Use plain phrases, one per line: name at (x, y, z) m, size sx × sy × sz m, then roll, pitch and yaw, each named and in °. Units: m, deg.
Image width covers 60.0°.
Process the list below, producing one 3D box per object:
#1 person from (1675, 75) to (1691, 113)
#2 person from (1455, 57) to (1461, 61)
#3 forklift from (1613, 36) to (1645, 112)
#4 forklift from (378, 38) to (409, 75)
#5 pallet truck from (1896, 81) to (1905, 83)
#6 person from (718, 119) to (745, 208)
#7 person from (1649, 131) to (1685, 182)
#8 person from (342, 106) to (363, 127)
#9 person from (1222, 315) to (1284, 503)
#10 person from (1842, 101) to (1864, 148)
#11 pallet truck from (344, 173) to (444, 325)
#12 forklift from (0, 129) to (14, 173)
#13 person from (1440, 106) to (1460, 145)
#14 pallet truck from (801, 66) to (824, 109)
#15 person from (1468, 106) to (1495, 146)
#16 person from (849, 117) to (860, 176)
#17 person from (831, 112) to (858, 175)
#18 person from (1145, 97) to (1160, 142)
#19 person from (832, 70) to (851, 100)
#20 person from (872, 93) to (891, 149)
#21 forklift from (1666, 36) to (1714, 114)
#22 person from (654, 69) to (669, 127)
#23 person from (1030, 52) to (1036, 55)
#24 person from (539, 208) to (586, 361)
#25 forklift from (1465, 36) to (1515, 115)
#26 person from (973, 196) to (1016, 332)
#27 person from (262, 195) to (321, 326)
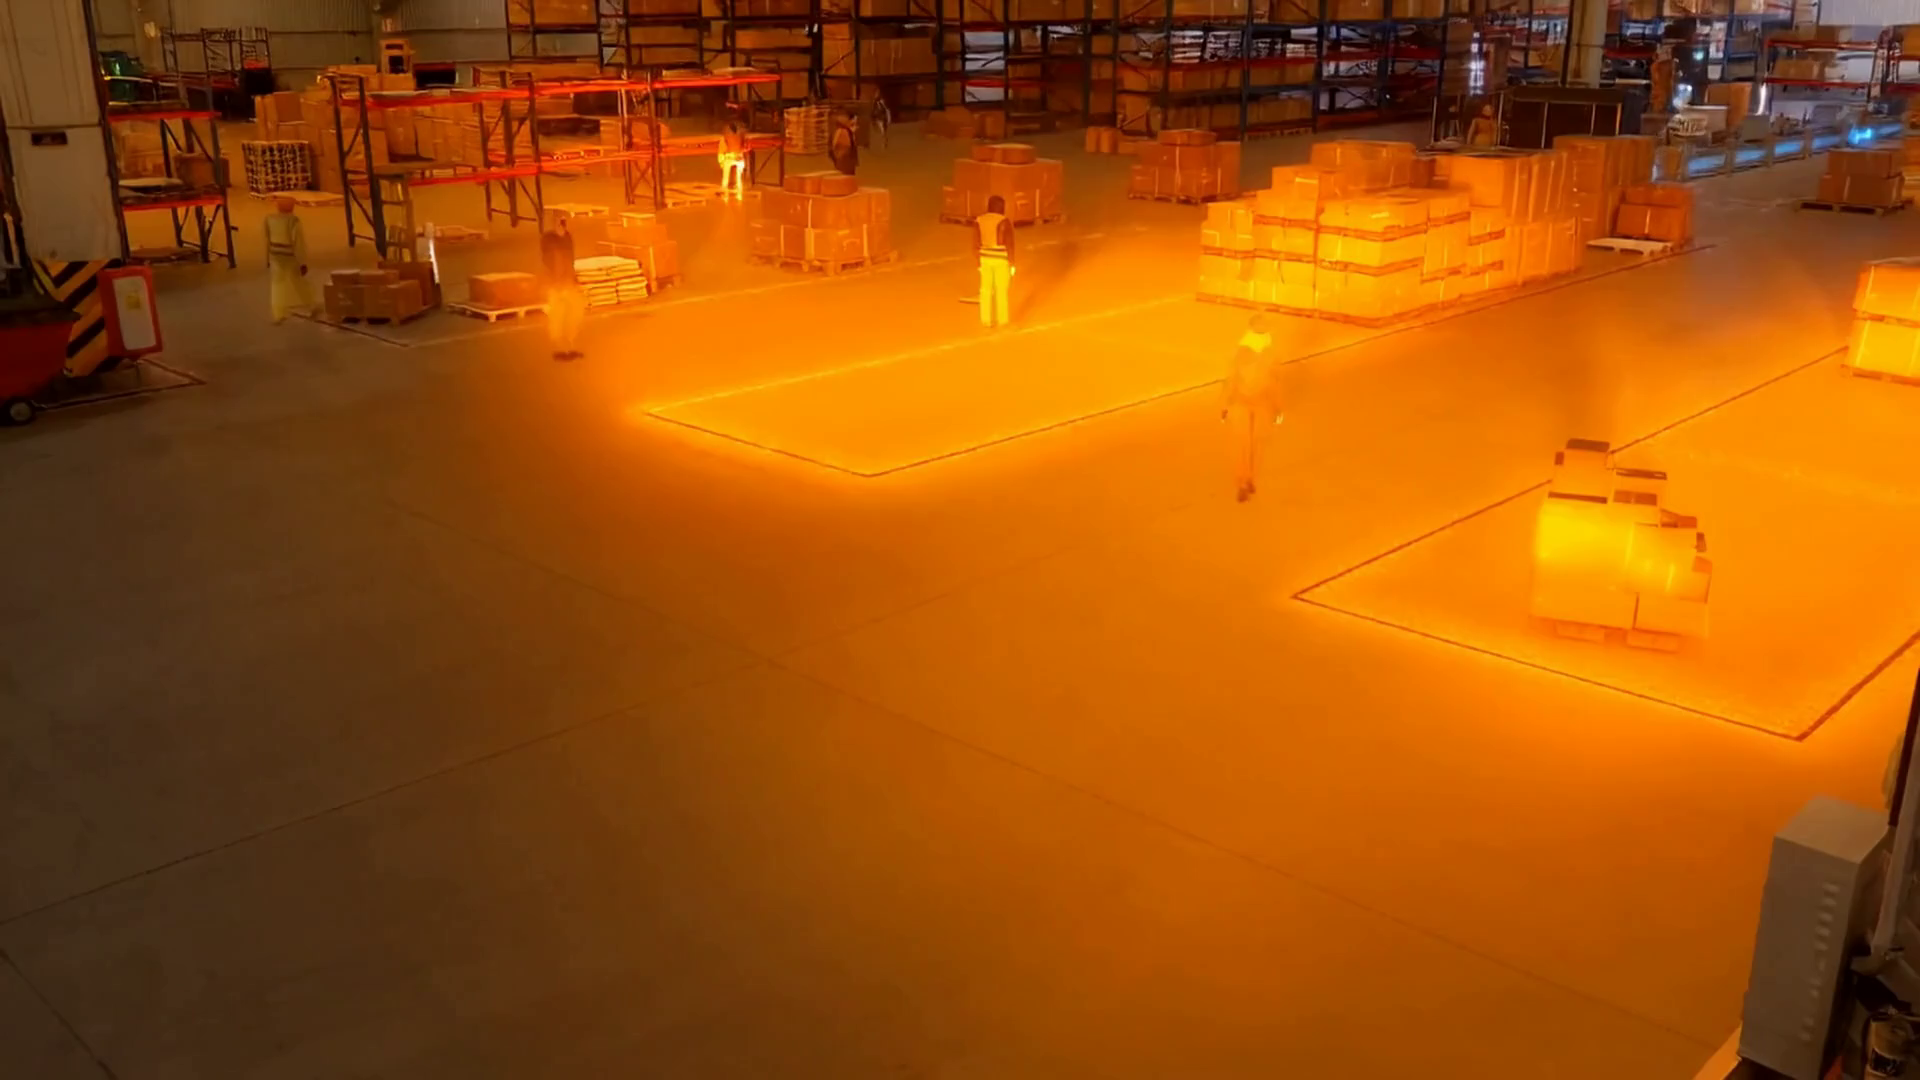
person at (24.718, -15.032, 56.919) m, size 0.532 × 1.697 × 0.320 m, roll -1°, pitch 18°, yaw -2°
person at (20.828, -19.282, 69.575) m, size 0.888 × 1.793 × 0.606 m, roll -16°, pitch 24°, yaw -40°
forklift at (25.034, -17.516, 62.554) m, size 1.129 × 2.768 × 1.873 m, roll 17°, pitch 25°, yaw 41°
forklift at (-20.304, -16.625, 59.872) m, size 1.129 × 2.768 × 1.873 m, roll -4°, pitch 19°, yaw -12°
pallet truck at (34.802, -16.331, 61.455) m, size 0.653 × 1.274 × 1.630 m, roll 17°, pitch 25°, yaw 41°
person at (-4.883, -8.060, 35.644) m, size 0.574 × 1.876 × 0.356 m, roll -5°, pitch 19°, yaw -16°
person at (13.758, -7.016, 32.487) m, size 0.682 × 1.900 × 0.368 m, roll -1°, pitch 18°, yaw -3°
person at (-16.179, -10.974, 44.384) m, size 0.702 × 1.908 × 0.358 m, roll 8°, pitch 20°, yaw 22°
person at (2.695, -1.193, 15.201) m, size 0.525 × 1.708 × 0.826 m, roll -1°, pitch 18°, yaw -4°
person at (24.581, -11.299, 45.842) m, size 0.840 × 1.576 × 0.559 m, roll -9°, pitch 21°, yaw -26°
pallet truck at (-8.209, -4.181, 23.757) m, size 0.823 × 1.965 × 1.885 m, roll 3°, pitch 19°, yaw 9°
forklift at (-24.026, -10.894, 42.605) m, size 1.129 × 2.768 × 1.873 m, roll 17°, pitch 25°, yaw 41°
person at (11.432, -9.153, 38.856) m, size 0.384 × 1.929 × 0.539 m, roll -9°, pitch 21°, yaw -26°
pallet truck at (-4.812, -15.182, 56.903) m, size 0.823 × 1.965 × 1.885 m, roll -9°, pitch 21°, yaw -26°
person at (12.773, -9.649, 40.559) m, size 0.613 × 1.784 × 0.875 m, roll -3°, pitch 19°, yaw -10°
person at (-2.316, -8.284, 36.316) m, size 0.328 × 1.874 × 0.517 m, roll 5°, pitch 19°, yaw 14°
person at (-2.488, -8.143, 35.628) m, size 0.535 × 2.000 × 0.700 m, roll 9°, pitch 20°, yaw 26°
person at (5.375, -11.427, 46.090) m, size 0.395 × 1.674 × 0.614 m, roll -8°, pitch 20°, yaw -23°
person at (-3.856, -14.259, 54.131) m, size 0.613 × 1.991 × 0.391 m, roll -1°, pitch 18°, yaw -3°
person at (-2.310, -12.256, 48.676) m, size 0.536 × 1.611 × 0.579 m, roll 2°, pitch 18°, yaw 6°
forklift at (27.341, -17.291, 61.877) m, size 1.129 × 2.768 × 1.873 m, roll 17°, pitch 25°, yaw 41°
person at (-10.116, -15.001, 56.498) m, size 0.588 × 1.911 × 0.396 m, roll 10°, pitch 21°, yaw 28°
person at (3.401, -22.257, 78.383) m, size 0.524 × 1.886 × 0.688 m, roll 17°, pitch 25°, yaw 41°
person at (-4.992, -3.191, 20.880) m, size 0.504 × 1.923 × 0.625 m, roll 8°, pitch 20°, yaw 23°
forklift at (19.973, -17.201, 61.605) m, size 1.873 × 2.768 × 1.129 m, roll 16°, pitch 24°, yaw 40°
person at (0.494, -3.787, 22.817) m, size 0.627 × 1.843 × 0.429 m, roll 11°, pitch 21°, yaw 29°
person at (-9.433, -3.938, 23.345) m, size 0.748 × 1.781 × 0.949 m, roll 4°, pitch 19°, yaw 12°
